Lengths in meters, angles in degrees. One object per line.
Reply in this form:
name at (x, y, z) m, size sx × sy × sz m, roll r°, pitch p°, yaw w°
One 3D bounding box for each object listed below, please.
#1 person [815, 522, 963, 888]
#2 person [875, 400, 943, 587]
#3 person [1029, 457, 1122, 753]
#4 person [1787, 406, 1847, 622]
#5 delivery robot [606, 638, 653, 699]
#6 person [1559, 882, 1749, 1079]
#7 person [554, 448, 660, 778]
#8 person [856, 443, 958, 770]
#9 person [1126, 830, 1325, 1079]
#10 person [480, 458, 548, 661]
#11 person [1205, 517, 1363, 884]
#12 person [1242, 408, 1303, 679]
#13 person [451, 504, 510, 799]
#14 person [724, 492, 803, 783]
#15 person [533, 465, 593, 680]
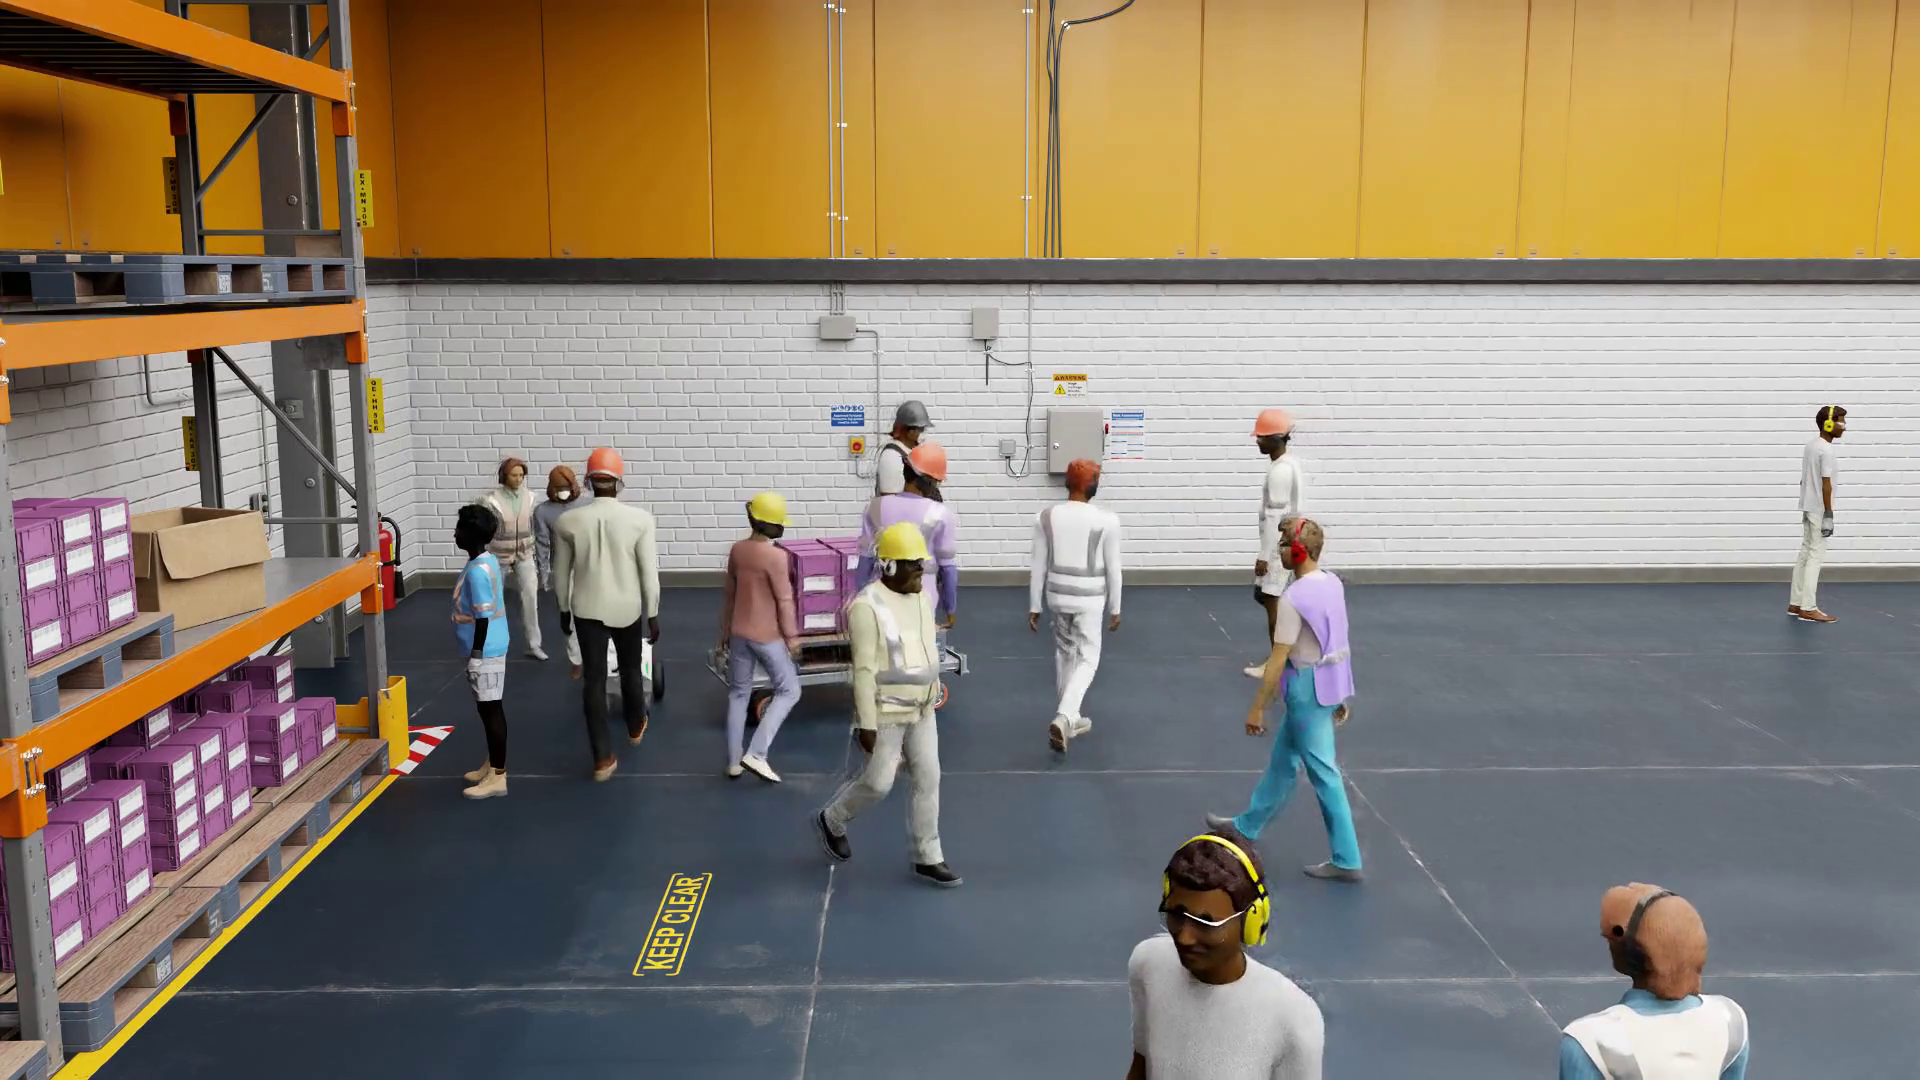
person at (-0.351, 0.798, 8.223) m, size 0.761 × 1.811 × 0.599 m, roll 7°, pitch 12°, yaw 37°
person at (-0.397, -0.099, 13.031) m, size 0.539 × 2.000 × 0.718 m, roll 3°, pitch 10°, yaw 17°
person at (0.706, 0.407, 10.487) m, size 0.583 × 1.864 × 0.822 m, roll 4°, pitch 10°, yaw 26°
person at (7.428, -0.232, 14.385) m, size 0.313 × 1.864 × 0.530 m, roll 1°, pitch 9°, yaw 8°
delivery robot at (-2.296, 0.850, 11.457) m, size 0.477 × 0.478 × 0.707 m, roll -2°, pitch 10°, yaw -10°
person at (1.575, 1.596, 3.867) m, size 0.524 × 1.639 × 0.306 m, roll -3°, pitch 10°, yaw -20°
person at (-2.154, 0.406, 10.210) m, size 0.651 × 1.942 × 0.995 m, roll -1°, pitch 9°, yaw -5°
person at (-0.307, 0.388, 10.270) m, size 0.632 × 1.969 × 0.917 m, roll 4°, pitch 10°, yaw 24°
person at (0.608, 1.506, 3.749) m, size 0.539 × 1.855 × 0.561 m, roll -9°, pitch 13°, yaw -44°
person at (-3.550, 0.136, 13.007) m, size 0.534 × 1.584 × 0.730 m, roll -7°, pitch 12°, yaw -38°
person at (1.635, 0.786, 8.346) m, size 0.959 × 1.795 × 0.586 m, roll 5°, pitch 11°, yaw 30°
person at (2.369, 0.042, 12.230) m, size 0.565 × 2.023 × 0.605 m, roll 2°, pitch 10°, yaw 13°
person at (-2.760, 0.633, 9.586) m, size 0.319 × 1.699 × 0.532 m, roll -2°, pitch 9°, yaw -12°
person at (-1.167, 0.576, 9.789) m, size 0.626 × 1.739 × 0.353 m, roll 9°, pitch 13°, yaw 44°
person at (-2.861, 0.237, 12.272) m, size 0.534 × 1.608 × 0.377 m, roll -2°, pitch 9°, yaw -10°
